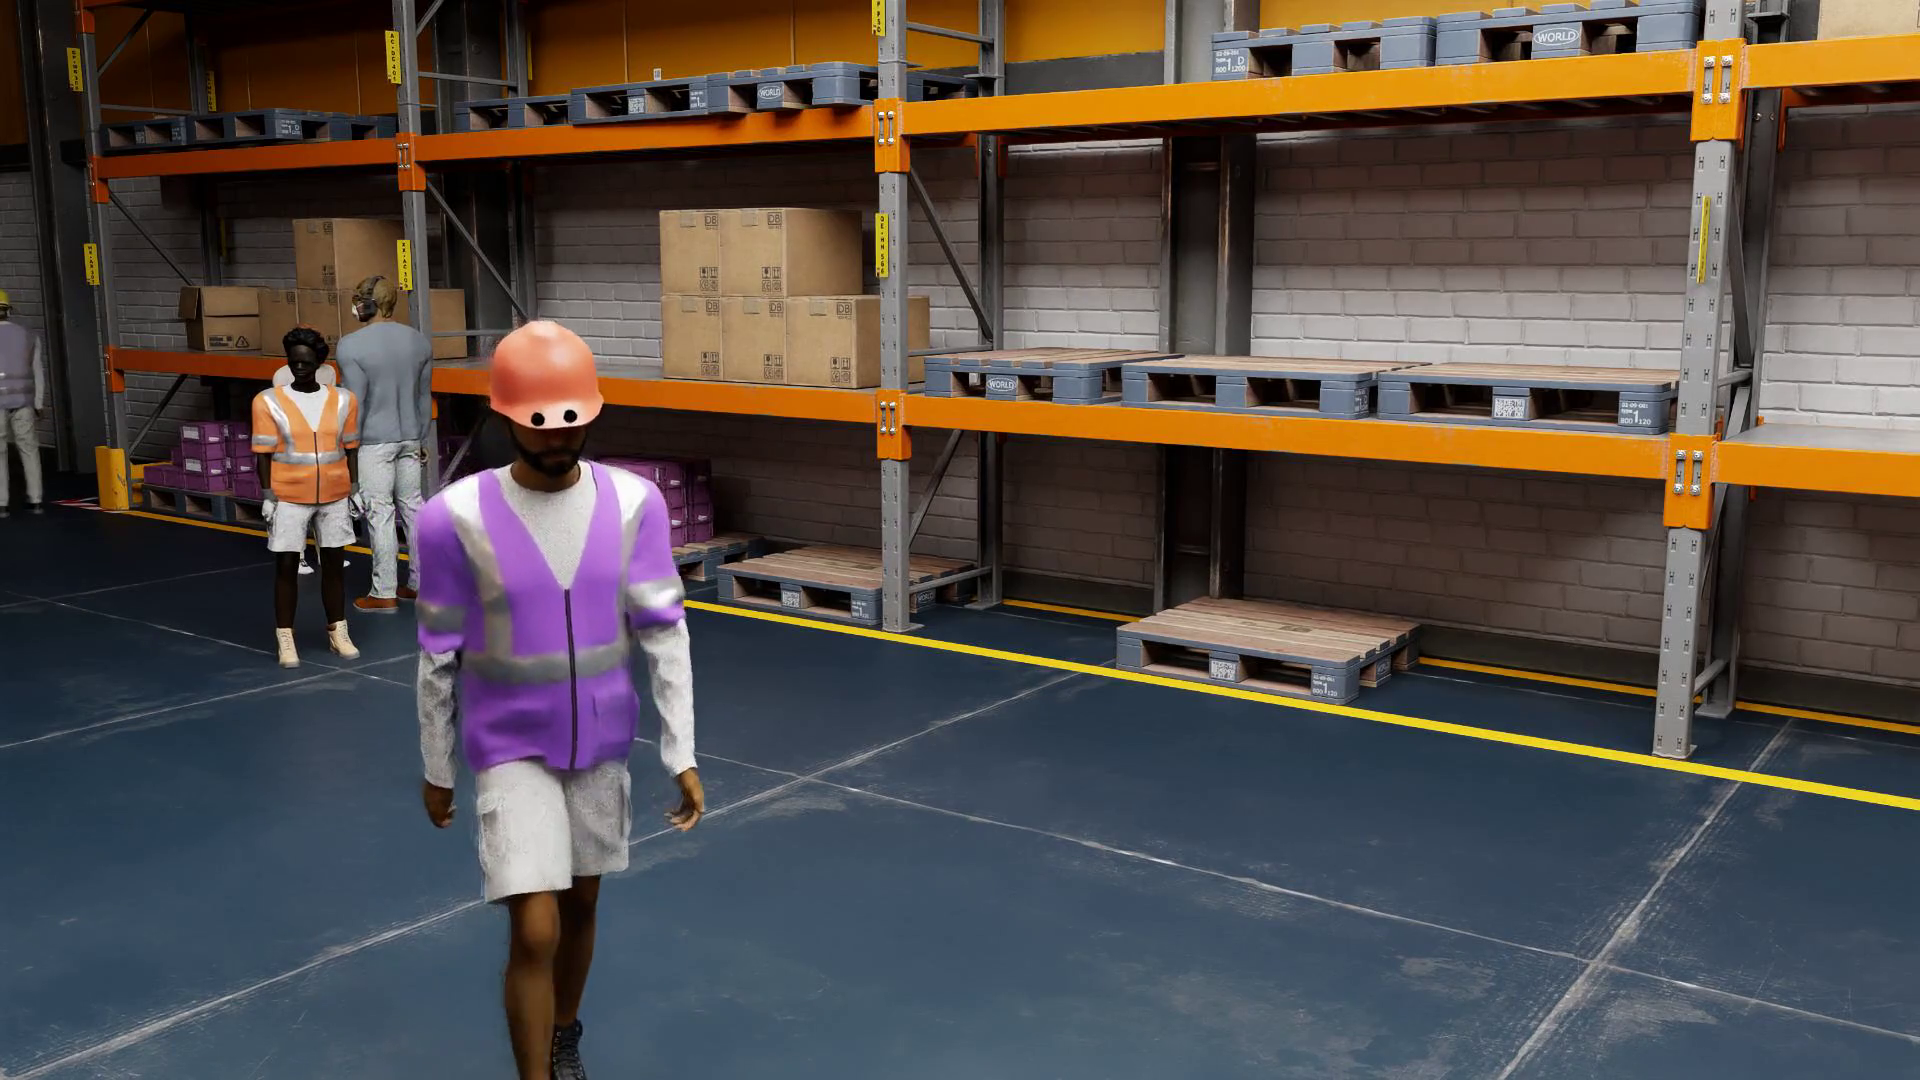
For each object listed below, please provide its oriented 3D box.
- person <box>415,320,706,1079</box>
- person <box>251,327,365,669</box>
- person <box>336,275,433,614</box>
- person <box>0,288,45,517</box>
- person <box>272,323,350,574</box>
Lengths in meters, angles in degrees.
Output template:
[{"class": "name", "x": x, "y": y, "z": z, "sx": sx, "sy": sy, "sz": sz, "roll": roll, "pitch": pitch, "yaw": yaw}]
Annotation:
[{"class": "person", "x": -0.862, "y": 0.475, "z": 3.656, "sx": 0.551, "sy": 1.893, "sz": 0.809, "roll": -6, "pitch": 11, "yaw": -32}, {"class": "person", "x": -3.257, "y": -0.217, "z": 8.347, "sx": 0.535, "sy": 1.699, "sz": 0.322, "roll": -7, "pitch": 12, "yaw": -37}, {"class": "person", "x": -3.309, "y": -0.546, "z": 9.594, "sx": 0.367, "sy": 1.940, "sz": 0.634, "roll": 6, "pitch": 11, "yaw": 30}, {"class": "person", "x": -7.569, "y": -1.095, "z": 13.186, "sx": 0.404, "sy": 1.829, "sz": 0.602, "roll": 8, "pitch": 12, "yaw": 38}, {"class": "person", "x": -4.226, "y": -0.594, "z": 10.824, "sx": 0.284, "sy": 1.626, "sz": 0.500, "roll": 5, "pitch": 11, "yaw": 26}]
